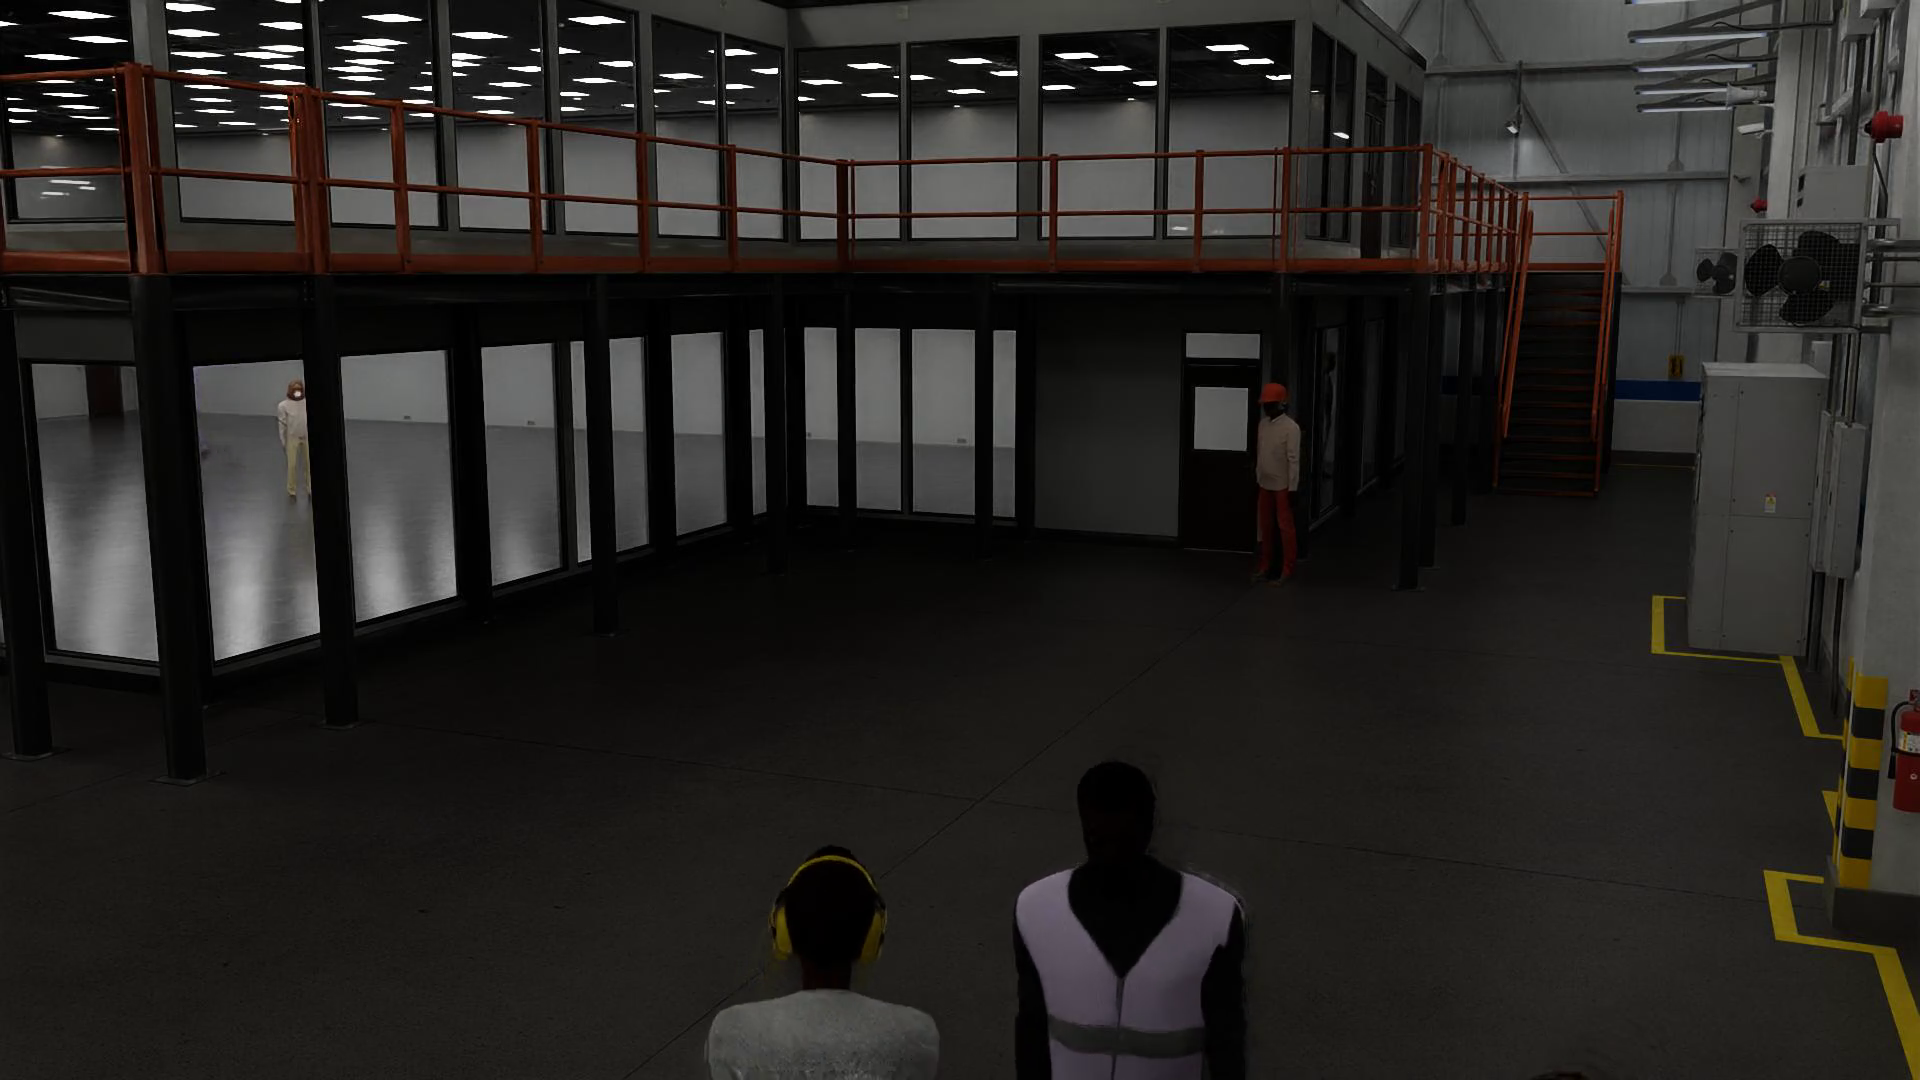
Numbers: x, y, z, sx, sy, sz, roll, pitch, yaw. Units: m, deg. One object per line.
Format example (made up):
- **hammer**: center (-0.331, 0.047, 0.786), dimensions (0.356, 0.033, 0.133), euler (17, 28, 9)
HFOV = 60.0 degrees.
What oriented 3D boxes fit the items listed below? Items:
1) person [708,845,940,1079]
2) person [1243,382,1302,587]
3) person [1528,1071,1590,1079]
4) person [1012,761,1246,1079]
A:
- **person**: center (-0.301, 1.573, 3.563), dimensions (0.527, 1.845, 0.796), euler (-1, 9, -7)
- **person**: center (3.059, -0.541, 16.169), dimensions (0.421, 1.985, 0.620), euler (-4, 10, -25)
- **person**: center (0.870, 1.740, 2.635), dimensions (0.651, 1.807, 0.866), euler (8, 12, 41)
- **person**: center (0.424, 1.450, 4.233), dimensions (0.591, 1.877, 0.961), euler (2, 9, 9)
